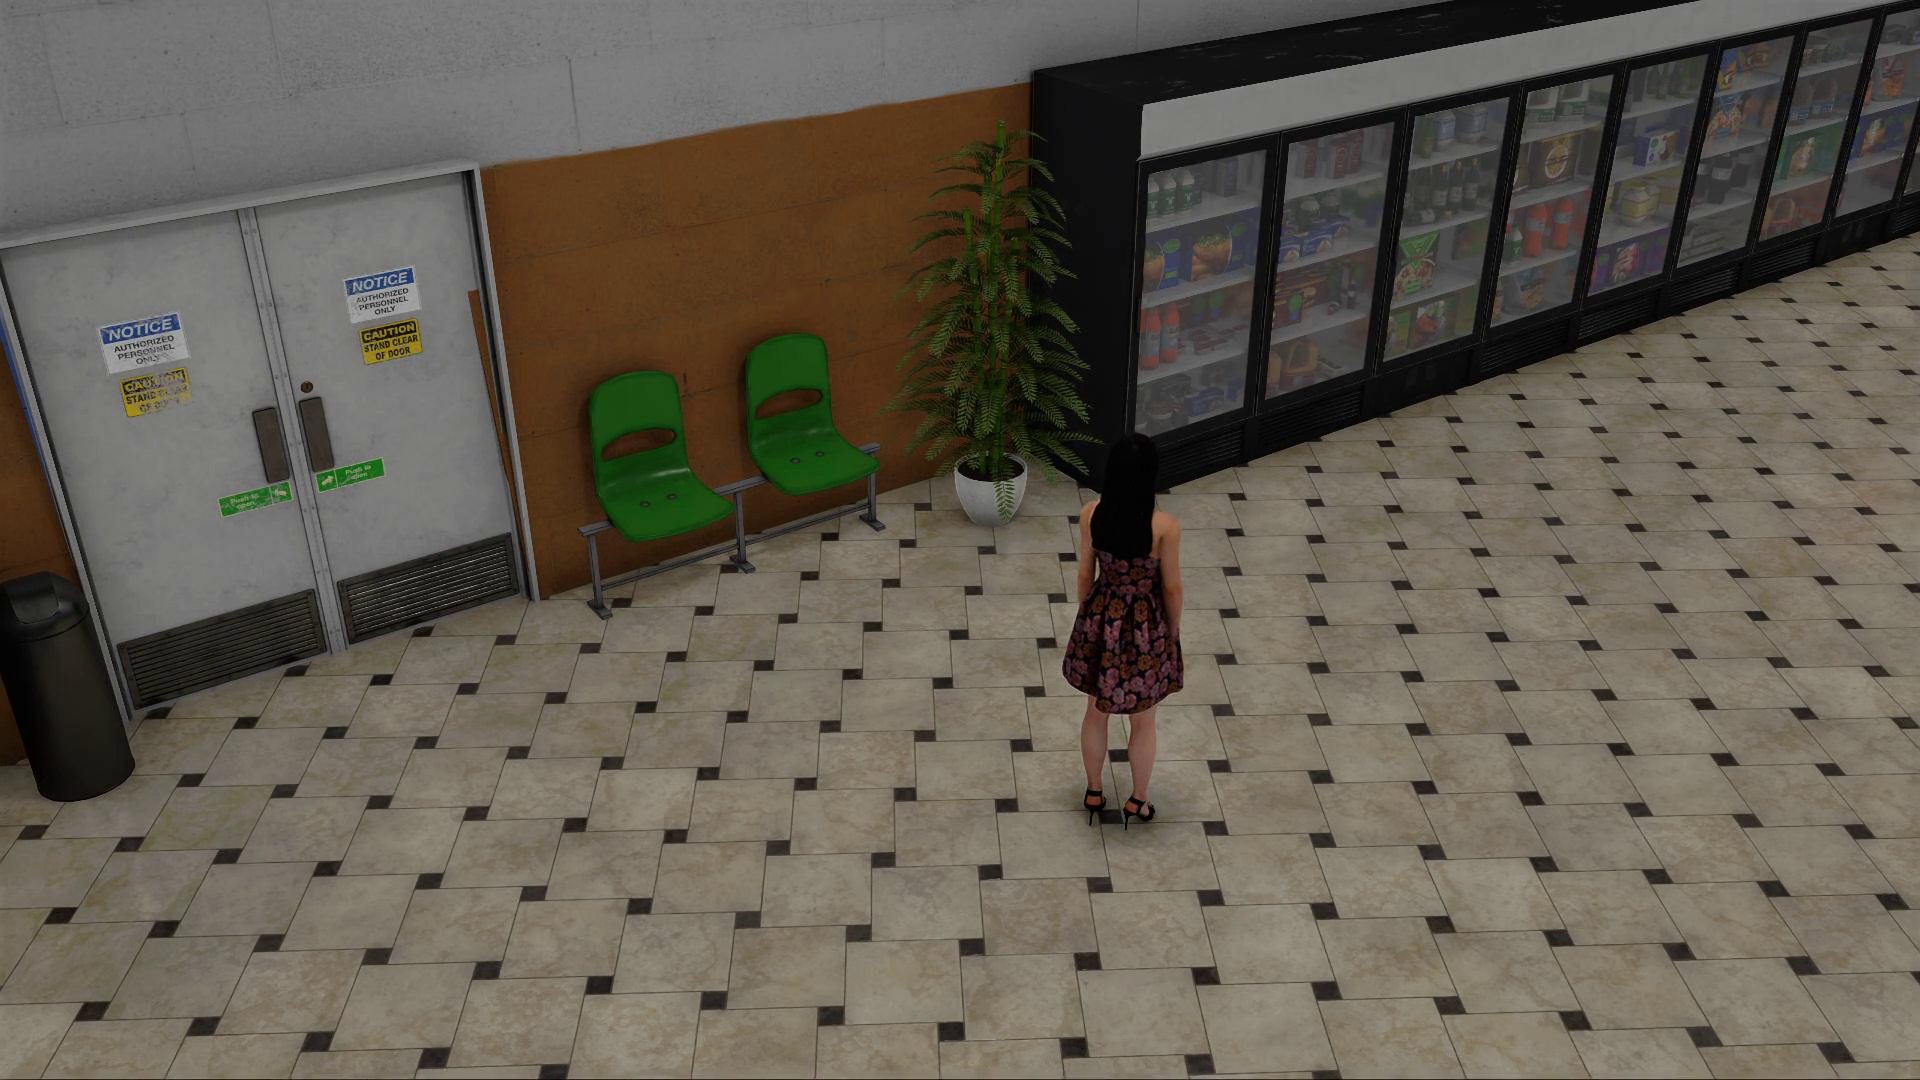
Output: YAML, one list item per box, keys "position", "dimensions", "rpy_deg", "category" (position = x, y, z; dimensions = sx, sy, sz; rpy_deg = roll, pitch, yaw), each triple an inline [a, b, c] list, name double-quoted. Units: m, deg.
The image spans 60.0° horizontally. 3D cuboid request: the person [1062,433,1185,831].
- position: [0.660, 0.384, 6.628]
  dimensions: [0.784, 1.774, 0.860]
  rpy_deg: [10, 30, 18]
  category: "person"
